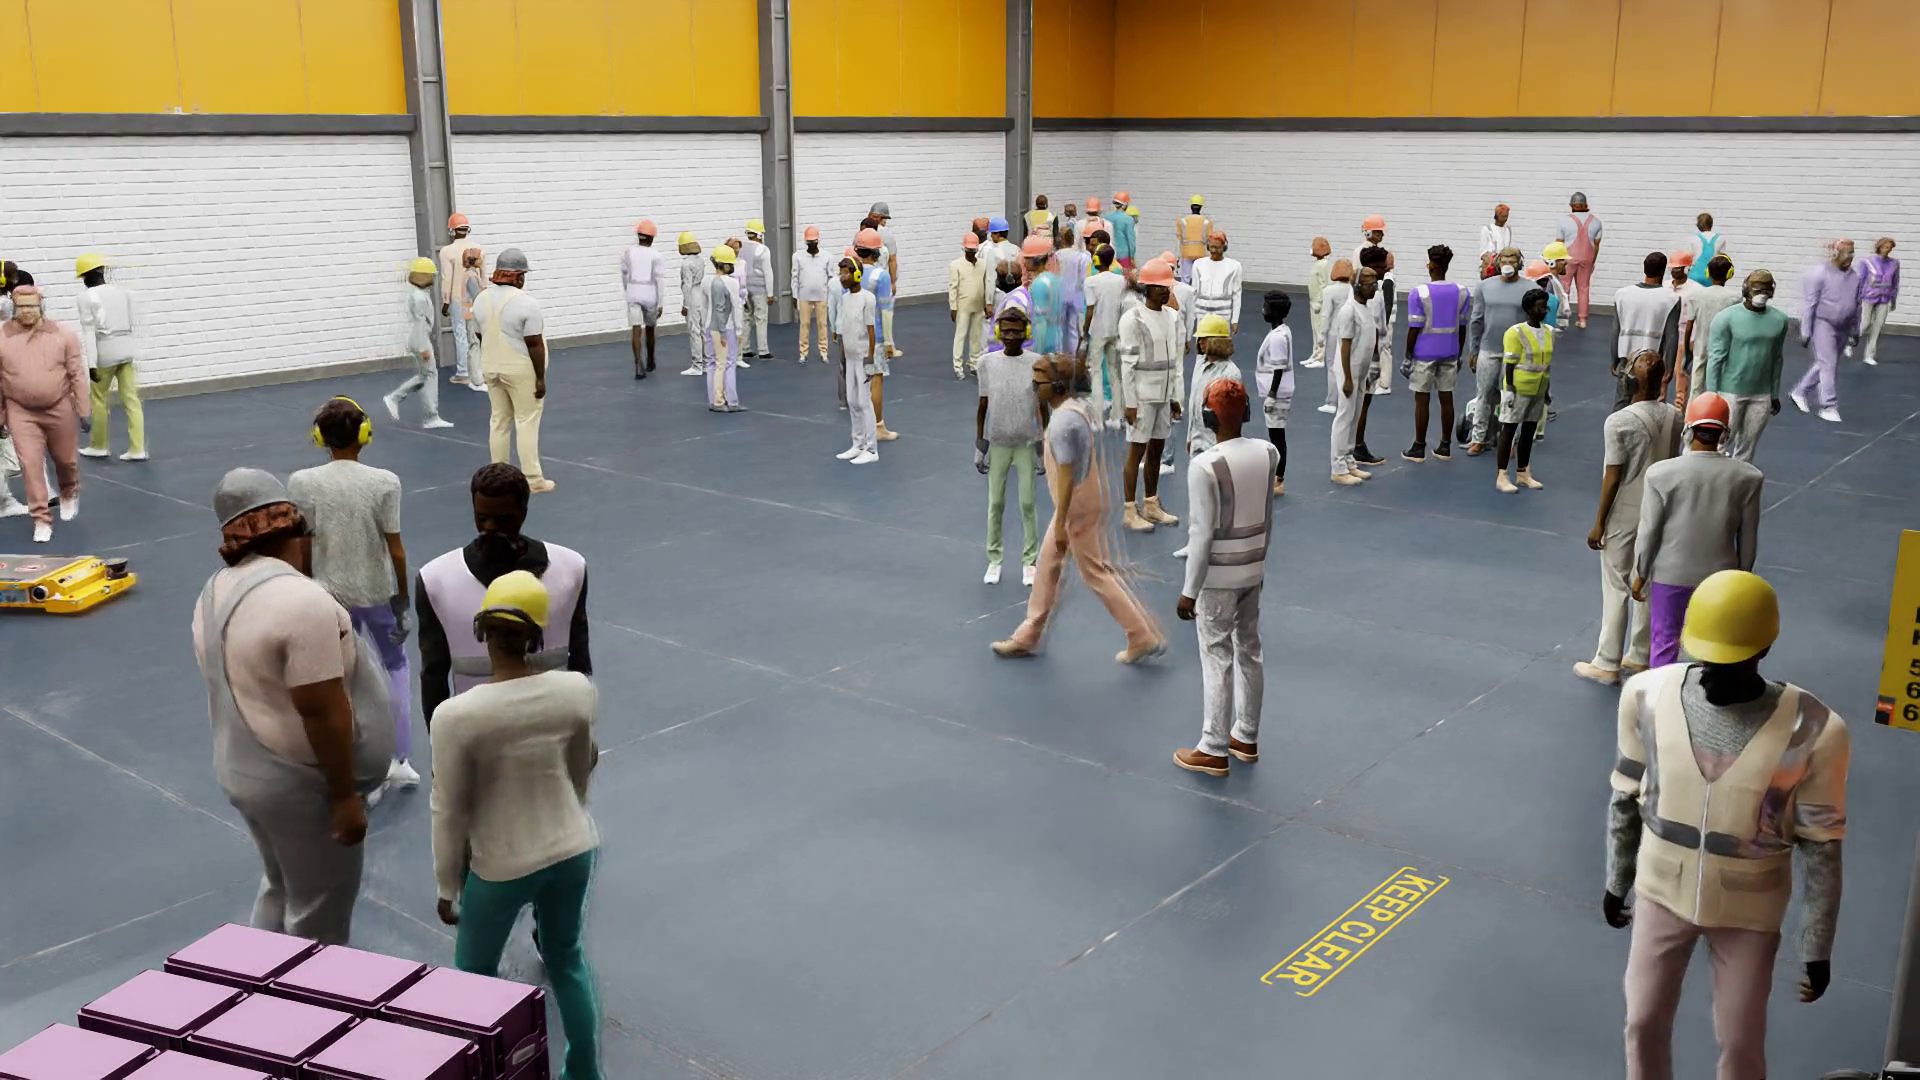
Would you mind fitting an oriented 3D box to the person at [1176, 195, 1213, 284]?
[{"bbox_3d":[3.744,-4.545,26.604,0.585,1.915,0.398,2,14,7],"label":"person"}]

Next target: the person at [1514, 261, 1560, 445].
[{"bbox_3d":[5.475,-1.781,15.878,0.323,1.749,0.560,11,18,38],"label":"person"}]

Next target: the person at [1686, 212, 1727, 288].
[{"bbox_3d":[10.244,-3.576,22.883,0.621,1.833,0.373,3,14,10],"label":"person"}]

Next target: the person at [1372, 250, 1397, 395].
[{"bbox_3d":[4.777,-2.461,18.827,0.310,1.636,0.523,1,14,5],"label":"person"}]

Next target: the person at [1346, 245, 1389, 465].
[{"bbox_3d":[3.646,-1.666,14.982,0.369,1.967,0.601,-1,14,-5],"label":"person"}]

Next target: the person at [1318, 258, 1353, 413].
[{"bbox_3d":[4.035,-2.162,17.640,0.509,1.631,0.268,-5,15,-20],"label":"person"}]

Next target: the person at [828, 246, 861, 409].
[{"bbox_3d":[-1.126,-2.269,17.825,0.568,1.749,0.332,4,15,15],"label":"person"}]

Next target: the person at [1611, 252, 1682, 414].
[{"bbox_3d":[6.100,-1.608,14.871,0.589,1.911,0.387,12,18,39],"label":"person"}]

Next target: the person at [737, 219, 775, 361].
[{"bbox_3d":[-2.652,-3.241,21.577,0.593,1.822,0.403,10,17,34],"label":"person"}]

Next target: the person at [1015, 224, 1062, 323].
[{"bbox_3d":[0.921,-2.637,18.981,0.636,1.911,0.405,-12,18,-39],"label":"person"}]

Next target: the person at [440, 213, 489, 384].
[{"bbox_3d":[-5.852,-2.848,19.647,0.381,1.994,0.621,11,18,38],"label":"person"}]

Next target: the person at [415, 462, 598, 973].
[{"bbox_3d":[-1.559,0.659,5.793,0.590,1.916,0.393,-7,16,-27],"label":"person"}]

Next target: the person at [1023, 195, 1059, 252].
[{"bbox_3d":[1.400,-4.983,28.519,0.636,1.837,0.431,4,14,14],"label":"person"}]

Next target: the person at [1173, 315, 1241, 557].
[{"bbox_3d":[1.729,-0.687,11.523,0.296,1.745,0.485,-8,16,-28],"label":"person"}]

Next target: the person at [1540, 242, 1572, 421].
[{"bbox_3d":[6.096,-2.159,17.220,0.403,1.835,0.588,6,15,23],"label":"person"}]

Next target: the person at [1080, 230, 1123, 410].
[{"bbox_3d":[1.526,-2.358,17.846,0.376,1.917,0.600,-8,16,-28],"label":"person"}]

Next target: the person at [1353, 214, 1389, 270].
[{"bbox_3d":[4.744,-2.770,19.332,0.378,1.996,0.611,9,17,32],"label":"person"}]

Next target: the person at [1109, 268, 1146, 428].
[{"bbox_3d":[1.737,-1.911,16.667,0.394,1.623,0.517,6,15,24],"label":"person"}]

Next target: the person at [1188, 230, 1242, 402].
[{"bbox_3d":[2.782,-2.436,18.222,0.574,1.886,0.355,6,15,23],"label":"person"}]

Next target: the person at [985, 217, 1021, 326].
[{"bbox_3d":[0.503,-2.879,19.892,0.419,1.939,0.606,11,18,38],"label":"person"}]

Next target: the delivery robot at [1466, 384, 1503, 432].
[{"bbox_3d":[5.157,-1.278,16.103,0.477,0.478,0.707,9,16,31],"label":"delivery robot"}]

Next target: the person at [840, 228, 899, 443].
[{"bbox_3d":[-0.873,-1.964,16.010,0.609,2.047,0.388,11,18,37],"label":"person"}]

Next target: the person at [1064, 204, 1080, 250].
[{"bbox_3d":[1.987,-5.168,29.663,0.314,1.631,0.517,2,14,8],"label":"person"}]

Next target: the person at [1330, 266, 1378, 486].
[{"bbox_3d":[3.363,-1.396,14.146,0.345,1.847,0.506,9,16,31],"label":"person"}]

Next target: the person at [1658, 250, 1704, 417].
[{"bbox_3d":[7.374,-2.111,17.189,0.331,1.750,0.573,-9,17,-32],"label":"person"}]

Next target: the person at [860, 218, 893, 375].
[{"bbox_3d":[-1.043,-2.956,20.262,0.391,1.911,0.586,-7,16,-27],"label":"person"}]

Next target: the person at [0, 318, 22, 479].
[{"bbox_3d":[-8.416,-1.396,14.370,0.576,1.737,0.354,12,18,39],"label":"person"}]

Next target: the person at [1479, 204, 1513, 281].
[{"bbox_3d":[7.794,-3.934,24.206,0.573,1.887,0.355,-7,16,-27],"label":"person"}]

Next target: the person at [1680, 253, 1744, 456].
[{"bbox_3d":[6.859,-1.670,15.185,0.521,1.877,0.328,11,18,38],"label":"person"}]

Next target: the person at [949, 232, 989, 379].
[{"bbox_3d":[0.130,-2.816,20.012,0.574,1.747,0.332,-9,17,-33],"label":"person"}]

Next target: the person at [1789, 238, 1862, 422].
[{"bbox_3d":[9.070,-2.202,17.380,0.655,1.898,0.885,-5,15,-19],"label":"person"}]

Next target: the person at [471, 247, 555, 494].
[{"bbox_3d":[-3.668,-1.411,13.813,0.685,2.000,0.535,7,16,28],"label":"person"}]

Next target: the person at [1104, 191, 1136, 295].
[{"bbox_3d":[2.509,-4.452,26.059,0.608,1.995,0.377,13,19,43],"label":"person"}]

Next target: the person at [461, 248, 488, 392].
[{"bbox_3d":[-5.552,-2.521,19.062,0.306,1.639,0.522,-6,15,-23],"label":"person"}]

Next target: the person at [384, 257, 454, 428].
[{"bbox_3d":[-5.487,-1.975,16.722,0.580,1.720,0.511,-4,15,-16],"label":"person"}]

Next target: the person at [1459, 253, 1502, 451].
[{"bbox_3d":[4.967,-1.756,15.585,0.387,1.846,0.566,9,16,31],"label":"person"}]

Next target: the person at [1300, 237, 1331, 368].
[{"bbox_3d":[4.496,-2.992,20.951,0.286,1.636,0.498,0,14,1],"label":"person"}]

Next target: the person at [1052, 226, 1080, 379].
[{"bbox_3d":[1.257,-2.825,19.885,0.518,1.836,0.347,-8,16,-28],"label":"person"}]

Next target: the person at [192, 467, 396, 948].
[{"bbox_3d":[-2.077,0.722,5.288,0.534,2.000,0.739,-13,19,-41],"label":"person"}]

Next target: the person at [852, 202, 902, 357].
[{"bbox_3d":[-1.055,-3.435,21.902,0.680,2.000,0.536,12,18,39],"label":"person"}]
